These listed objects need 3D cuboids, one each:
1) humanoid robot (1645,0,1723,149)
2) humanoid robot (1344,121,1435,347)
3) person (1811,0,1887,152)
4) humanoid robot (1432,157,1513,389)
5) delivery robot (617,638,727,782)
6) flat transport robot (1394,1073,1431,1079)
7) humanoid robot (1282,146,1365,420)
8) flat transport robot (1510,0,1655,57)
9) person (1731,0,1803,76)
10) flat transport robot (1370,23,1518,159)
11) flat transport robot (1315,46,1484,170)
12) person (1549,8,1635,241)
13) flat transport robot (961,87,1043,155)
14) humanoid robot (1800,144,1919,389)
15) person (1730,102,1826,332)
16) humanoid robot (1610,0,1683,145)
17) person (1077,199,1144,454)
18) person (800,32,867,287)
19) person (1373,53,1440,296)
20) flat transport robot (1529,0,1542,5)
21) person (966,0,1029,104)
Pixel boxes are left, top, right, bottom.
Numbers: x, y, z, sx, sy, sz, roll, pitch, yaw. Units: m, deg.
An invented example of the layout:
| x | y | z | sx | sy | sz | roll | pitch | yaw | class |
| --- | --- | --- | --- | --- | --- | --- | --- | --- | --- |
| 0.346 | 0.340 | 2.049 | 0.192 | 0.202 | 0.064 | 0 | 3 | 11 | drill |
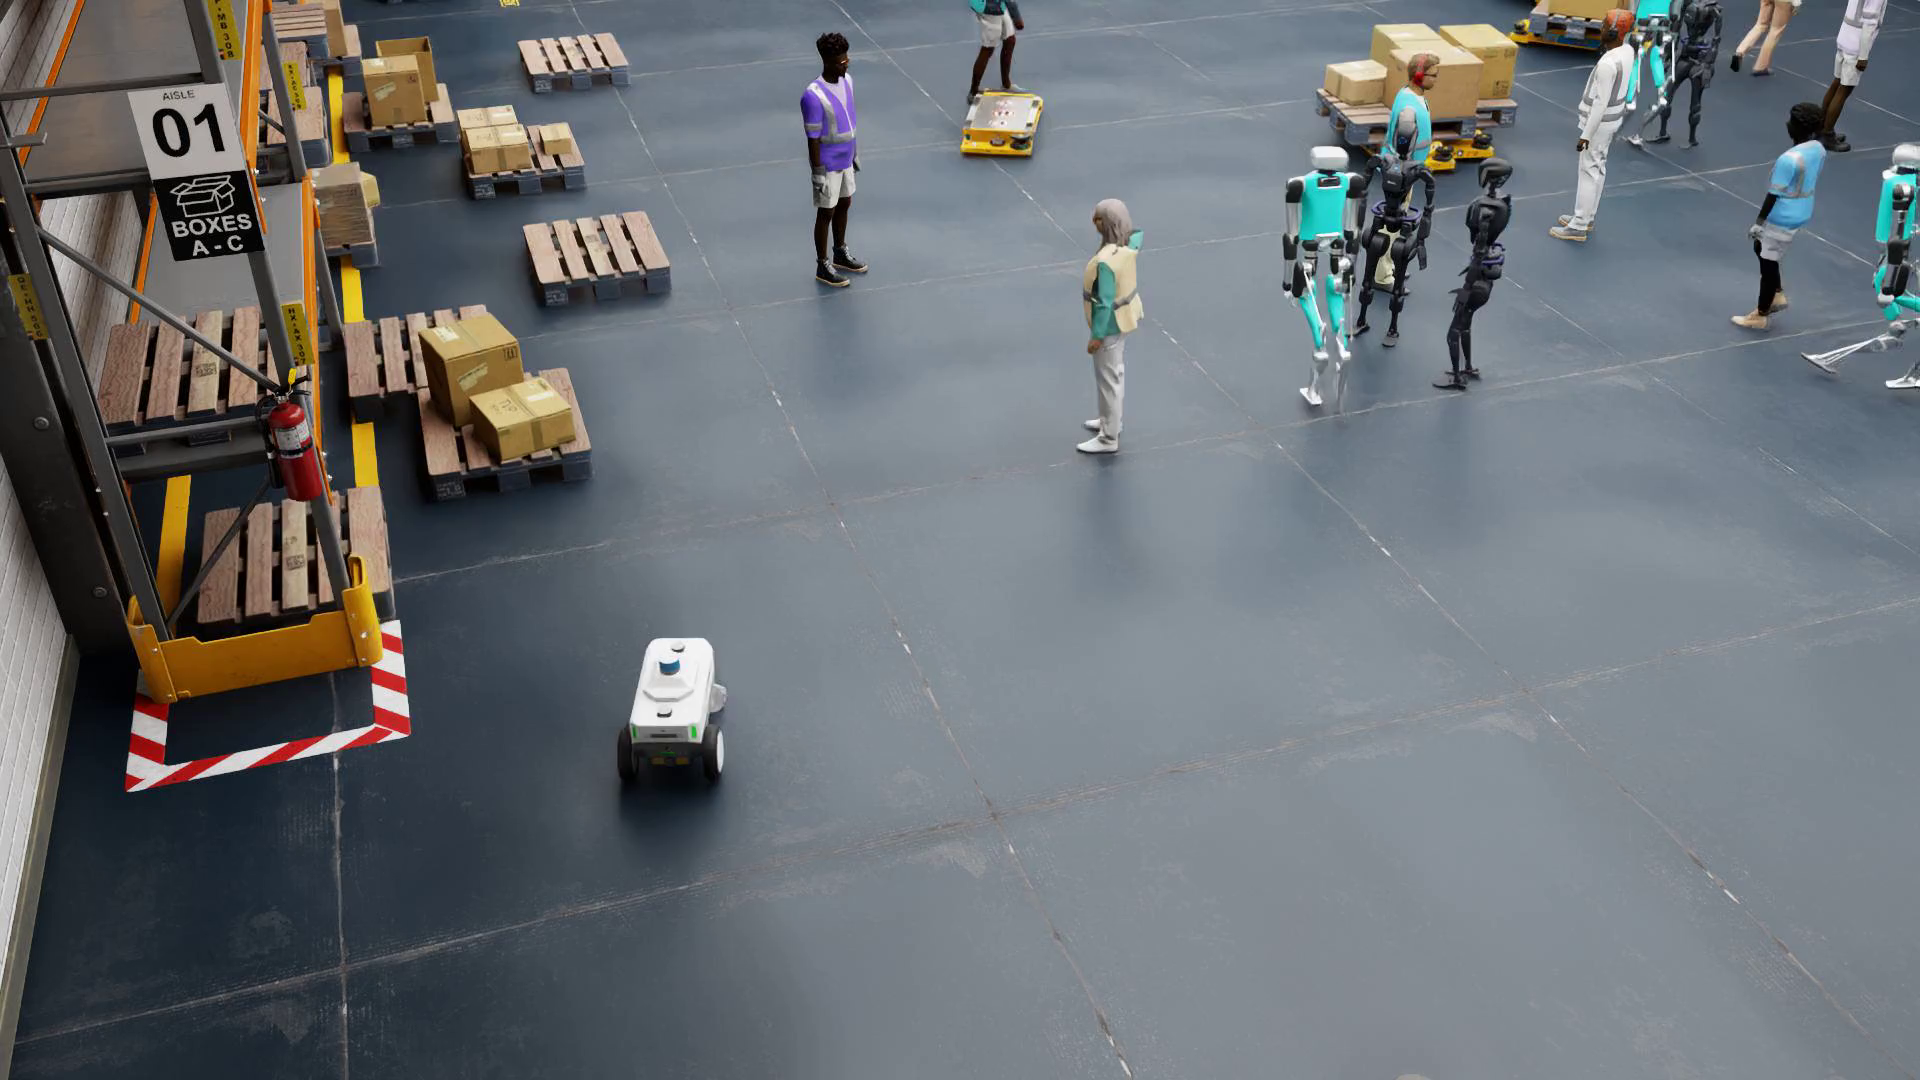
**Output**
| x | y | z | sx | sy | sz | roll | pitch | yaw | class |
| --- | --- | --- | --- | --- | --- | --- | --- | --- | --- |
| 6.802 | -4.452 | 15.413 | 0.471 | 1.644 | 0.589 | -14 | 35 | -20 | humanoid robot |
| 3.098 | -2.193 | 11.918 | 0.599 | 1.659 | 0.315 | 21 | 39 | 29 | humanoid robot |
| 8.298 | -4.565 | 15.344 | 0.383 | 1.929 | 0.541 | 6 | 34 | 9 | person |
| 3.532 | -1.830 | 11.372 | 0.327 | 1.647 | 0.589 | 11 | 35 | 16 | humanoid robot |
| -1.432 | 0.826 | 8.313 | 0.499 | 0.576 | 0.747 | -1 | 33 | -1 | delivery robot |
| 1.751 | 2.577 | 5.906 | 0.659 | 0.231 | 1.431 | 12 | 35 | 17 | flat transport robot |
| 2.448 | -1.607 | 11.074 | 0.538 | 1.879 | 0.784 | -7 | 34 | -10 | humanoid robot |
| 6.908 | -5.606 | 18.456 | 1.431 | 0.231 | 0.659 | 17 | 37 | 24 | flat transport robot |
| 8.447 | -5.590 | 17.162 | 0.557 | 1.647 | 0.506 | -17 | 37 | -25 | person |
| 4.540 | -3.990 | 15.978 | 0.659 | 0.231 | 1.431 | -4 | 33 | -6 | flat transport robot |
| 4.079 | -3.809 | 15.700 | 0.659 | 0.231 | 1.431 | -5 | 33 | -8 | flat transport robot |
| 5.192 | -3.376 | 13.561 | 0.355 | 1.882 | 0.575 | 20 | 38 | 28 | person |
| 0.417 | -4.041 | 16.057 | 0.659 | 0.231 | 1.431 | 4 | 33 | 6 | flat transport robot |
| 6.444 | -1.781 | 11.269 | 1.070 | 1.733 | 0.549 | 12 | 35 | 17 | humanoid robot |
| 6.002 | -2.351 | 12.176 | 0.373 | 1.675 | 0.610 | 27 | 42 | 35 | person |
| 6.413 | -4.451 | 15.385 | 0.530 | 1.840 | 0.696 | -1 | 33 | -1 | humanoid robot |
| 0.972 | -1.351 | 10.617 | 0.374 | 1.705 | 0.481 | 12 | 35 | 17 | person |
| -0.970 | -2.935 | 12.819 | 0.371 | 1.959 | 0.603 | 16 | 37 | 24 | person |
| 3.384 | -2.810 | 12.724 | 0.391 | 1.846 | 0.562 | 8 | 34 | 12 | person |
| 7.052 | -6.699 | 20.134 | 0.659 | 0.231 | 1.431 | -8 | 34 | -12 | flat transport robot |
| 0.425 | -5.245 | 16.393 | 0.755 | 1.904 | 0.567 | -3 | 33 | -4 | person |
